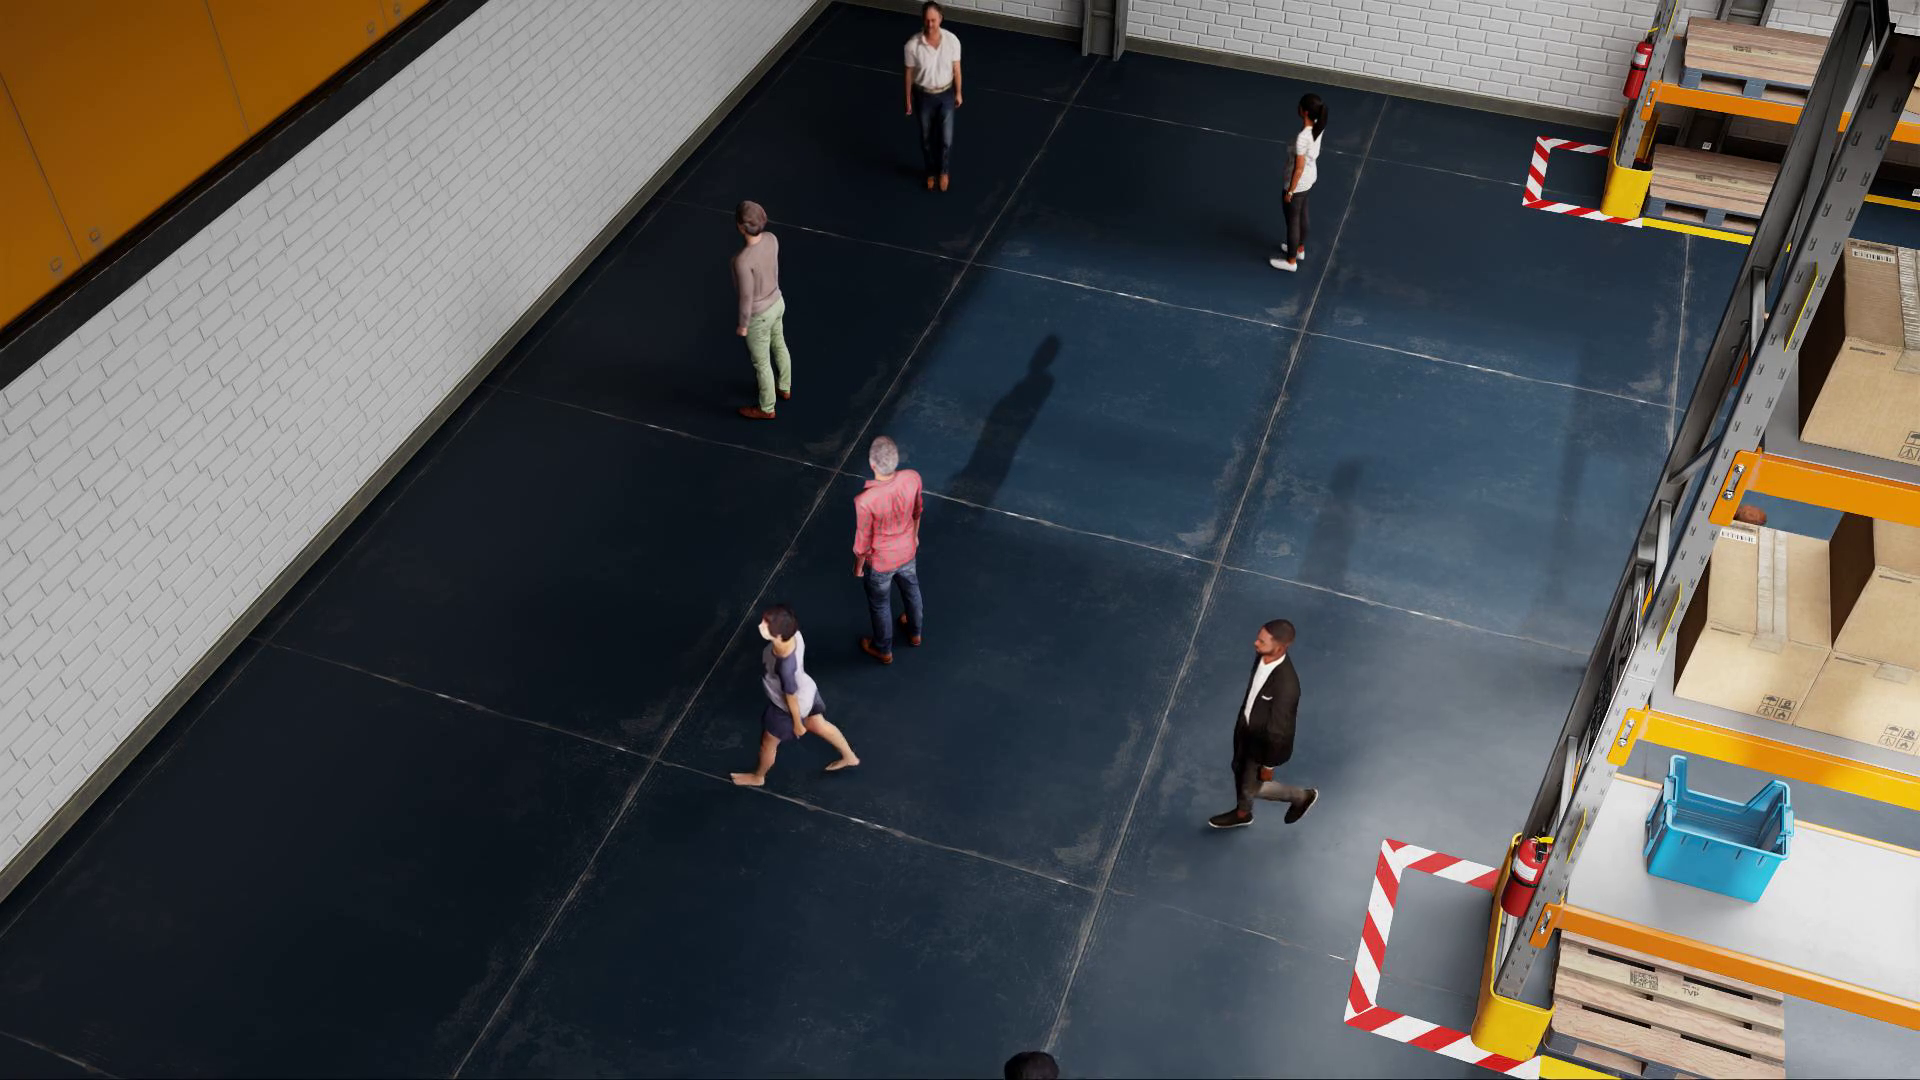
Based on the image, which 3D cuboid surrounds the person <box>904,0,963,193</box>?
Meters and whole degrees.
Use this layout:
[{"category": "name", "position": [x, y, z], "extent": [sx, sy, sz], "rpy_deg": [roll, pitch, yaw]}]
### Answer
[{"category": "person", "position": [-0.234, -4.093, 15.172], "extent": [0.718, 1.845, 0.833], "rpy_deg": [1, 44, 1]}]

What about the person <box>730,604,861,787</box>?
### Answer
[{"category": "person", "position": [-0.943, 0.966, 10.096], "extent": [1.108, 1.520, 0.798], "rpy_deg": [1, 44, 1]}]

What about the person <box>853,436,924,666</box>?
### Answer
[{"category": "person", "position": [-0.460, 0.061, 10.821], "extent": [0.764, 1.831, 0.756], "rpy_deg": [-28, 50, -26]}]

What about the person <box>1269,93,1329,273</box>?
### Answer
[{"category": "person", "position": [2.917, -3.066, 14.238], "extent": [0.581, 1.645, 0.612], "rpy_deg": [24, 48, 23]}]

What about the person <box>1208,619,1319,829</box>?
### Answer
[{"category": "person", "position": [1.857, 1.124, 9.736], "extent": [1.006, 1.788, 0.904], "rpy_deg": [-8, 44, -8]}]

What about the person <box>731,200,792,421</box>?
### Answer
[{"category": "person", "position": [-1.514, -1.751, 12.692], "extent": [0.615, 1.875, 0.685], "rpy_deg": [18, 46, 18]}]
